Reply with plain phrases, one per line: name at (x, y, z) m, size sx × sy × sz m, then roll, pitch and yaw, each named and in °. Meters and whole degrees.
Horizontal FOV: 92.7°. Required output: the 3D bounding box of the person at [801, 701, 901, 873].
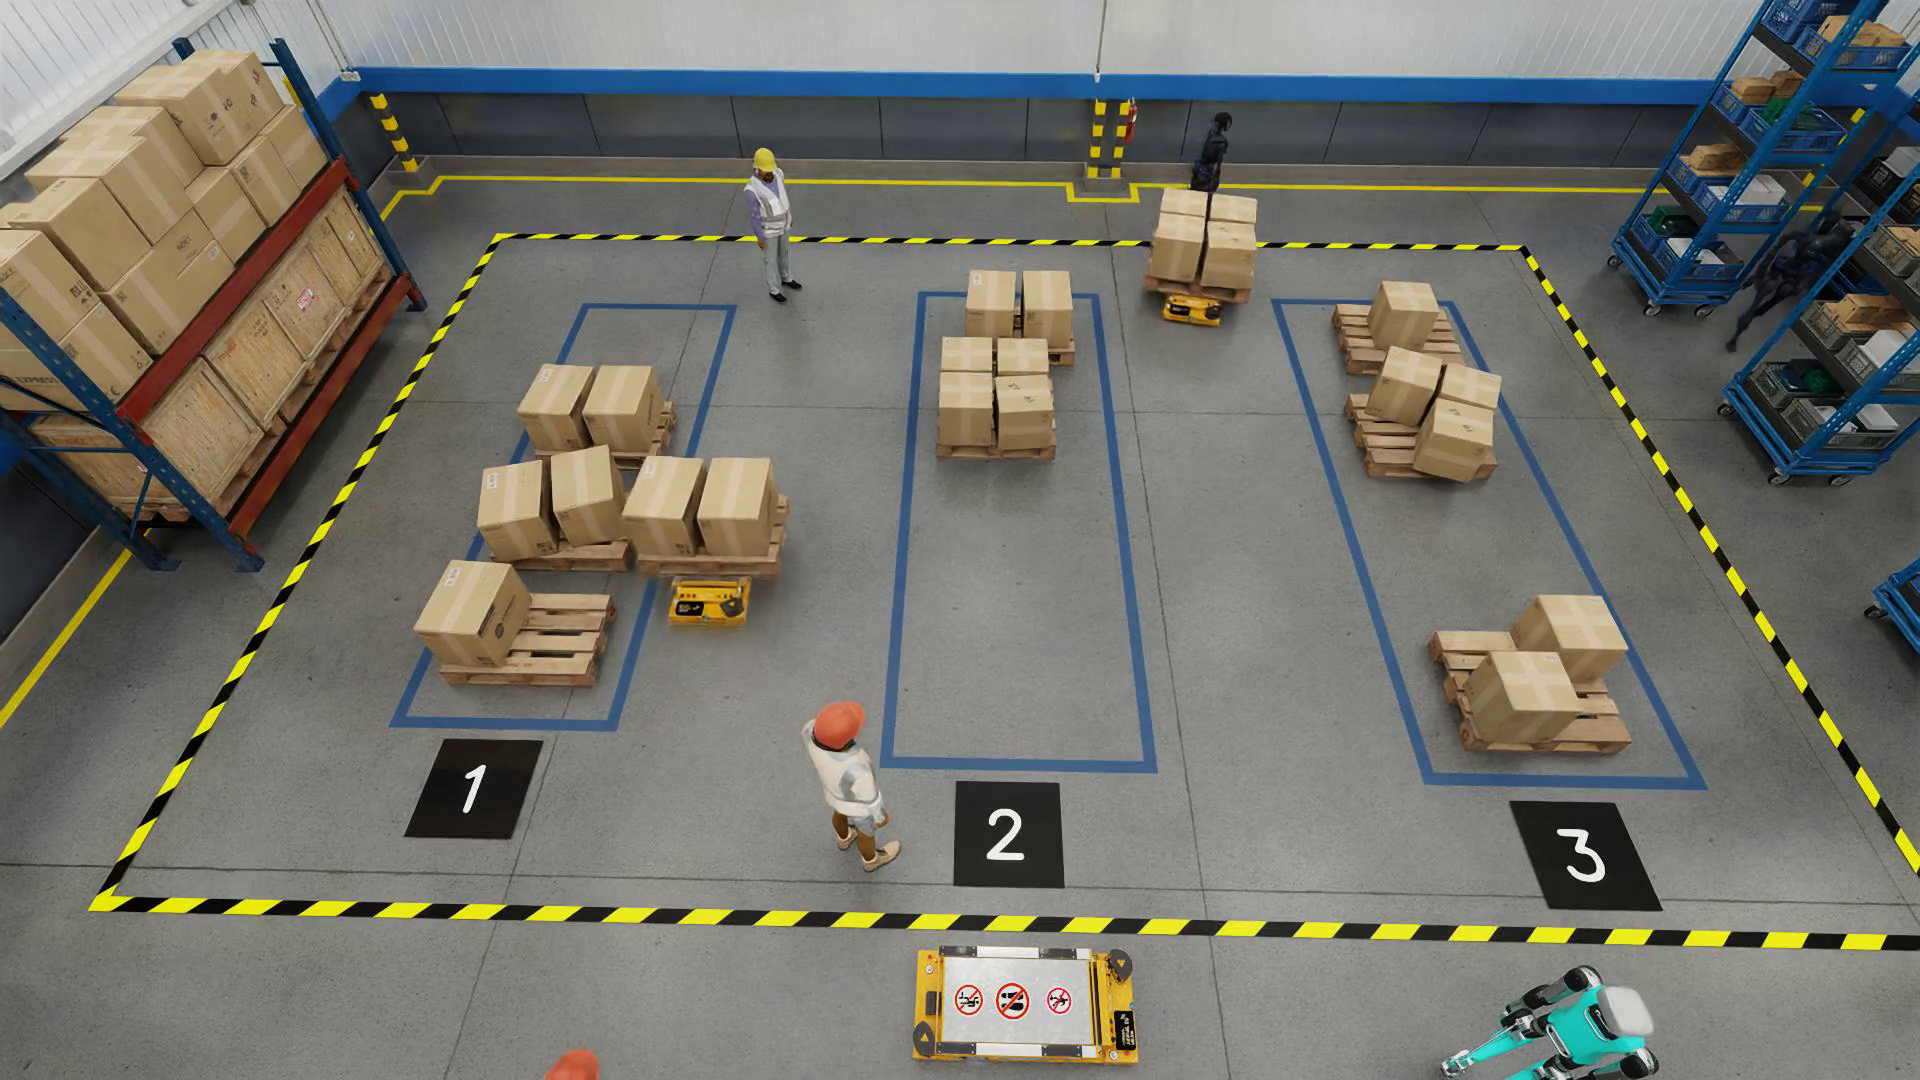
person at (-0.703, 1.628, 6.013) m, size 0.606 × 2.048 × 0.365 m, roll 35°, pitch 59°, yaw 25°

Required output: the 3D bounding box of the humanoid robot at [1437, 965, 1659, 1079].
humanoid robot at (3.098, 2.885, 5.103) m, size 0.735 × 1.673 × 0.533 m, roll -12°, pitch 52°, yaw -10°

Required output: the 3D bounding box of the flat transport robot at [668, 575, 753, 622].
flat transport robot at (-2.194, 0.107, 8.381) m, size 0.652 × 0.197 × 1.431 m, roll 1°, pitch 51°, yaw 1°

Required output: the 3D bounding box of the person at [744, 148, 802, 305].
person at (-2.099, -3.559, 10.380) m, size 0.403 × 1.827 × 0.598 m, roll 24°, pitch 55°, yaw 19°

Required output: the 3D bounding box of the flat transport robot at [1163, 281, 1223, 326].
flat transport robot at (2.832, -3.122, 11.013) m, size 0.652 × 0.197 × 1.431 m, roll 10°, pitch 51°, yaw 8°

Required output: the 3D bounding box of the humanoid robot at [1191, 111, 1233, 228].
humanoid robot at (2.935, -4.415, 11.210) m, size 0.739 × 1.646 × 0.605 m, roll -7°, pitch 51°, yaw -6°

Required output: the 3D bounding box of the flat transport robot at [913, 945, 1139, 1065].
flat transport robot at (0.422, 3.041, 6.007) m, size 1.431 × 0.231 × 0.659 m, roll 1°, pitch 51°, yaw 1°

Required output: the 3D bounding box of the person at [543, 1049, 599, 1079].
person at (-1.793, 3.072, 4.838) m, size 0.613 × 2.040 × 0.389 m, roll -5°, pitch 51°, yaw -4°

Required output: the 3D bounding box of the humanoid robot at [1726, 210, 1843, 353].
humanoid robot at (8.946, -2.834, 9.928) m, size 0.614 × 1.633 × 0.799 m, roll 23°, pitch 54°, yaw 18°
